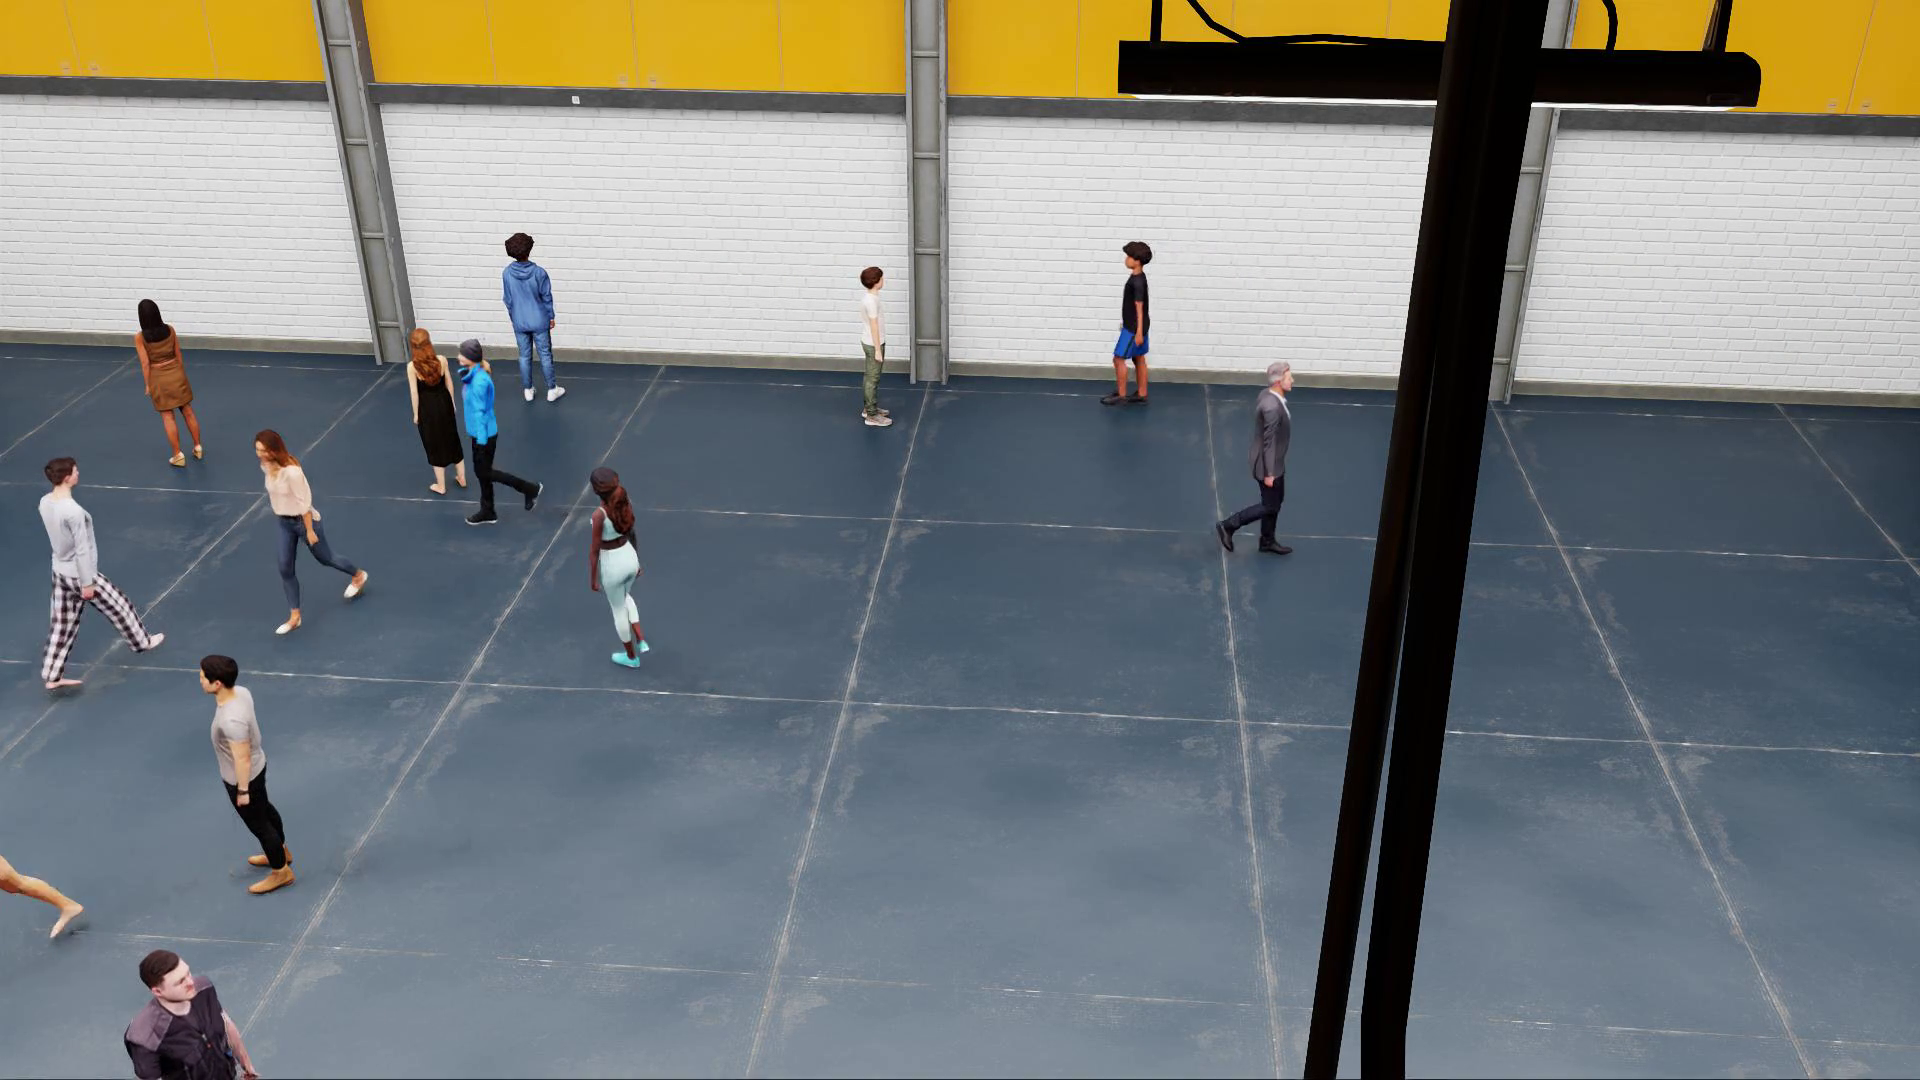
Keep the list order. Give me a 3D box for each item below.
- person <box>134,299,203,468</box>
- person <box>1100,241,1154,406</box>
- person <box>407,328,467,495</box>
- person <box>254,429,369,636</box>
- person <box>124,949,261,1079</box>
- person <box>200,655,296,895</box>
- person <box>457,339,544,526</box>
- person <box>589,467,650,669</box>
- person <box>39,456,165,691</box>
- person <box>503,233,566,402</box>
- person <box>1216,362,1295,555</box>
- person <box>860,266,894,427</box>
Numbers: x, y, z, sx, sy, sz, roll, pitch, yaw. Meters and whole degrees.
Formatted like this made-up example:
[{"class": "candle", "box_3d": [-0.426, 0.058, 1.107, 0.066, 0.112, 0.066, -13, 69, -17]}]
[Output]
[{"class": "person", "box_3d": [-7.623, -1.518, 15.996, 0.670, 1.690, 0.644, 21, 35, 33]}, {"class": "person", "box_3d": [1.893, -2.211, 17.166, 0.717, 1.785, 0.631, 2, 29, 4]}, {"class": "person", "box_3d": [-4.884, -1.206, 15.489, 0.667, 1.626, 0.729, -21, 35, -33]}, {"class": "person", "box_3d": [-5.260, -0.150, 13.440, 1.185, 1.736, 0.995, 14, 32, 25]}, {"class": "person", "box_3d": [-3.770, 2.716, 8.076, 0.654, 1.840, 0.758, 5, 29, 10]}, {"class": "person", "box_3d": [-4.511, 1.456, 10.510, 0.653, 1.722, 0.677, -9, 30, -15]}, {"class": "person", "box_3d": [-4.169, -0.946, 14.854, 1.038, 1.779, 0.841, -8, 30, -15]}, {"class": "person", "box_3d": [-2.555, 0.245, 12.739, 0.750, 1.713, 0.704, 19, 34, 31]}, {"class": "person", "box_3d": [-6.745, 0.307, 12.547, 1.230, 1.787, 1.046, 16, 33, 27]}, {"class": "person", "box_3d": [-4.475, -2.323, 17.345, 0.499, 1.811, 0.723, 2, 29, 4]}, {"class": "person", "box_3d": [2.588, -0.670, 14.302, 0.944, 1.822, 0.776, 5, 29, 9]}, {"class": "person", "box_3d": [-0.880, -1.983, 16.886, 0.588, 1.652, 0.621, -3, 29, -6]}]
